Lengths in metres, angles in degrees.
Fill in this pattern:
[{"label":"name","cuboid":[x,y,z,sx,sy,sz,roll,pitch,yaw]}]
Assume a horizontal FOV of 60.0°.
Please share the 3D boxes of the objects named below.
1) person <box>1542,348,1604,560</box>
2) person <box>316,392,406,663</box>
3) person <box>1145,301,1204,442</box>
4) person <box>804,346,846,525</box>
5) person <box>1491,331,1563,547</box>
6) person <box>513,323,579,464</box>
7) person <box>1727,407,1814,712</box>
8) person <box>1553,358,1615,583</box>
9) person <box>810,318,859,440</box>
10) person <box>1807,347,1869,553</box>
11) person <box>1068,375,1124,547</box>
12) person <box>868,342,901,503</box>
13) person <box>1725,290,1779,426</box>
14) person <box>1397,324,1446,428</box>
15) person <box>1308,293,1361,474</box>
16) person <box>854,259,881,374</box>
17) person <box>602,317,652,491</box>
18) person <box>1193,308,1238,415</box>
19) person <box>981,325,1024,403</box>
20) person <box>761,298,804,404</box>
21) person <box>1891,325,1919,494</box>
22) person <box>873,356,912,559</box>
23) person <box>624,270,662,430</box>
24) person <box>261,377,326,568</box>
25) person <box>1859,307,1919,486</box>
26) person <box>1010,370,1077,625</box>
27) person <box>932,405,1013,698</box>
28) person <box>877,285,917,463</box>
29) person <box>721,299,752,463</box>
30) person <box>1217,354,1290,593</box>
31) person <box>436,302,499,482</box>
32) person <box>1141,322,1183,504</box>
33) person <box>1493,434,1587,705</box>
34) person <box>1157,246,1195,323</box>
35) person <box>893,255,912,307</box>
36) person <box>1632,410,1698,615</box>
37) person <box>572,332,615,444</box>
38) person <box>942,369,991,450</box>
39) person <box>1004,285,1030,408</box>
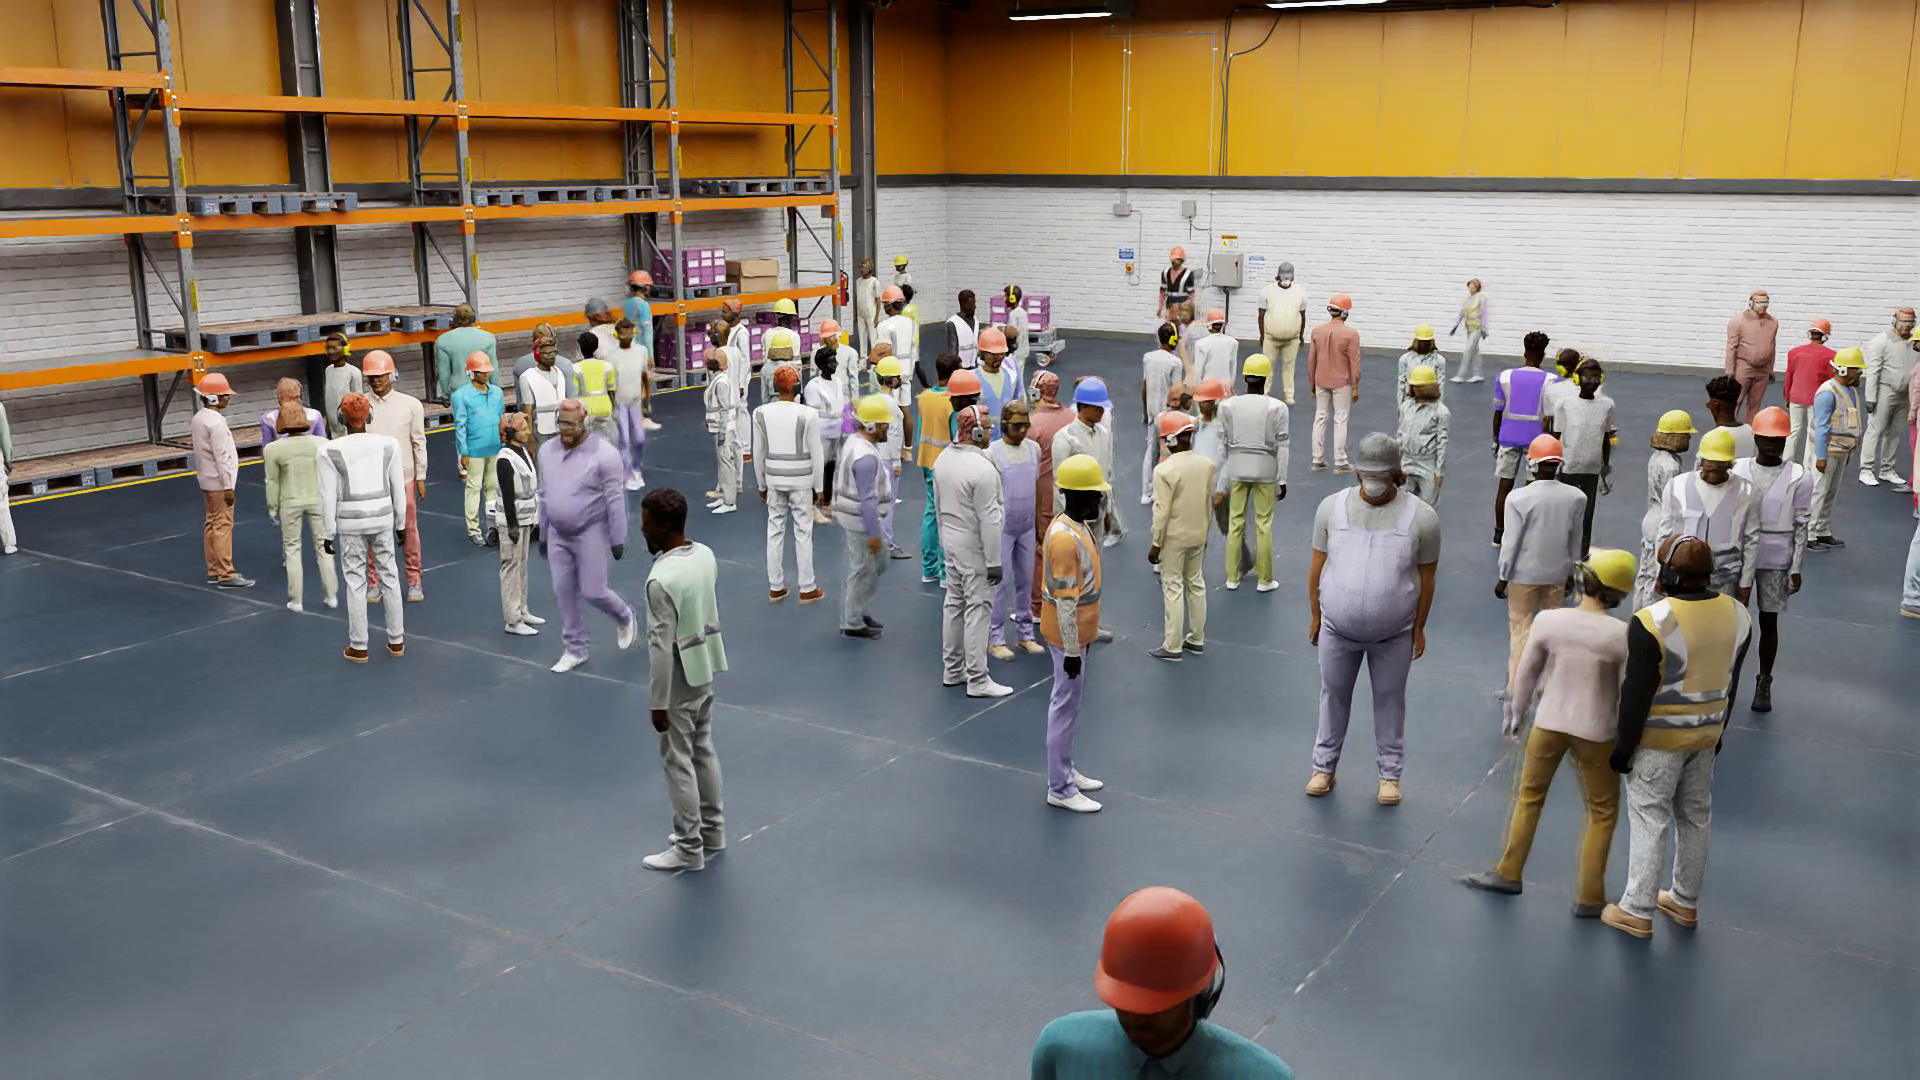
[{"label":"person","cuboid":[5.405,-0.739,14.494,0.698,1.840,0.304,8,15,32]},{"label":"person","cuboid":[-4.123,-0.086,11.524,0.577,1.883,0.353,-9,16,-34]},{"label":"person","cuboid":[2.685,-1.970,19.906,0.921,1.783,0.647,1,13,3]},{"label":"person","cuboid":[-1.280,-1.004,15.912,0.321,1.697,0.530,7,15,28]},{"label":"person","cuboid":[5.035,-0.880,14.809,0.604,1.959,0.373,8,15,30]},{"label":"person","cuboid":[-3.882,-1.082,15.723,0.631,1.940,0.372,4,13,15]},{"label":"person","cuboid":[5.031,0.120,10.502,0.553,1.941,0.346,9,16,33]},{"label":"person","cuboid":[5.056,-0.548,13.546,0.533,1.875,0.315,0,13,-1]},{"label":"person","cuboid":[-1.387,-1.559,18.229,0.574,1.738,0.354,4,14,16]},{"label":"person","cuboid":[7.755,-0.799,14.755,0.593,1.826,0.404,-11,17,-40]},{"label":"person","cuboid":[1.170,-0.668,14.663,0.523,1.599,0.815,12,18,43]},{"label":"person","cuboid":[-0.782,-1.187,16.846,0.279,1.633,0.505,-4,14,-17]},{"label":"person","cuboid":[9.492,-2.036,19.934,0.652,1.906,0.403,-2,13,-10]},{"label":"person","cuboid":[4.890,-1.428,17.682,0.485,1.736,0.339,3,13,12]},{"label":"person","cuboid":[4.162,-1.738,18.444,0.622,1.992,0.396,12,17,41]},{"label":"person","cuboid":[-1.512,-3.616,26.917,0.508,1.846,0.342,9,16,34]},{"label":"person","cuboid":[-3.460,-1.412,17.387,0.526,1.838,0.428,-6,14,-26]},{"label":"person","cuboid":[2.925,-1.792,19.208,0.563,1.751,0.330,-6,14,-24]},{"label":"person","cuboid":[0.428,-1.228,16.593,0.429,1.837,0.629,5,14,20]},{"label":"person","cuboid":[-1.960,-1.732,18.592,0.585,1.918,0.393,12,18,42]},{"label":"person","cuboid":[9.984,-1.360,17.325,0.340,1.760,0.525,10,16,38]},{"label":"person","cuboid":[-0.618,-0.719,14.528,0.308,1.769,0.525,-4,14,-17]},{"label":"person","cuboid":[-4.071,-2.437,21.401,0.408,2.034,0.643,-9,16,-35]},{"label":"person","cuboid":[-5.616,-0.557,14.101,0.514,1.641,0.307,-6,14,-24]},{"label":"person","cuboid":[9.956,-1.526,17.726,0.651,1.904,0.402,-4,13,-16]},{"label":"person","cuboid":[0.619,-0.319,12.484,0.410,1.909,0.642,11,17,40]},{"label":"person","cuboid":[0.094,0.070,10.795,0.409,1.907,0.651,-8,15,-30]},{"label":"person","cuboid":[-0.753,-1.856,18.849,0.373,2.042,0.614,10,16,36]},{"label":"person","cuboid":[-2.577,-1.813,19.020,0.355,1.882,0.575,-7,15,-27]},{"label":"person","cuboid":[2.346,-0.530,13.354,0.585,1.928,0.365,5,14,21]},{"label":"person","cuboid":[-5.278,-1.587,17.910,0.627,1.941,0.370,-4,14,-16]},{"label":"person","cuboid":[2.027,-1.249,16.638,0.335,1.855,0.532,-11,17,-41]},{"label":"person","cuboid":[3.667,0.195,10.588,0.575,1.749,0.334,-3,13,-13]},{"label":"person","cuboid":[3.665,-3.899,27.788,0.610,2.020,0.818,12,17,41]},{"label":"person","cuboid":[-1.030,-4.167,29.504,0.340,1.761,0.524,-7,15,-29]},{"label":"person","cuboid":[4.938,-0.045,11.655,0.294,1.744,0.486,2,13,8]},{"label":"person","cuboid":[-3.808,-1.303,17.212,0.533,1.697,0.318,-9,16,-35]},{"label":"person","cuboid":[0.059,-0.302,12.347,0.375,1.934,0.548,-1,13,-3]},{"label":"person","cuboid":[0.711,-2.335,21.357,0.358,1.851,0.573,3,13,14]}]
